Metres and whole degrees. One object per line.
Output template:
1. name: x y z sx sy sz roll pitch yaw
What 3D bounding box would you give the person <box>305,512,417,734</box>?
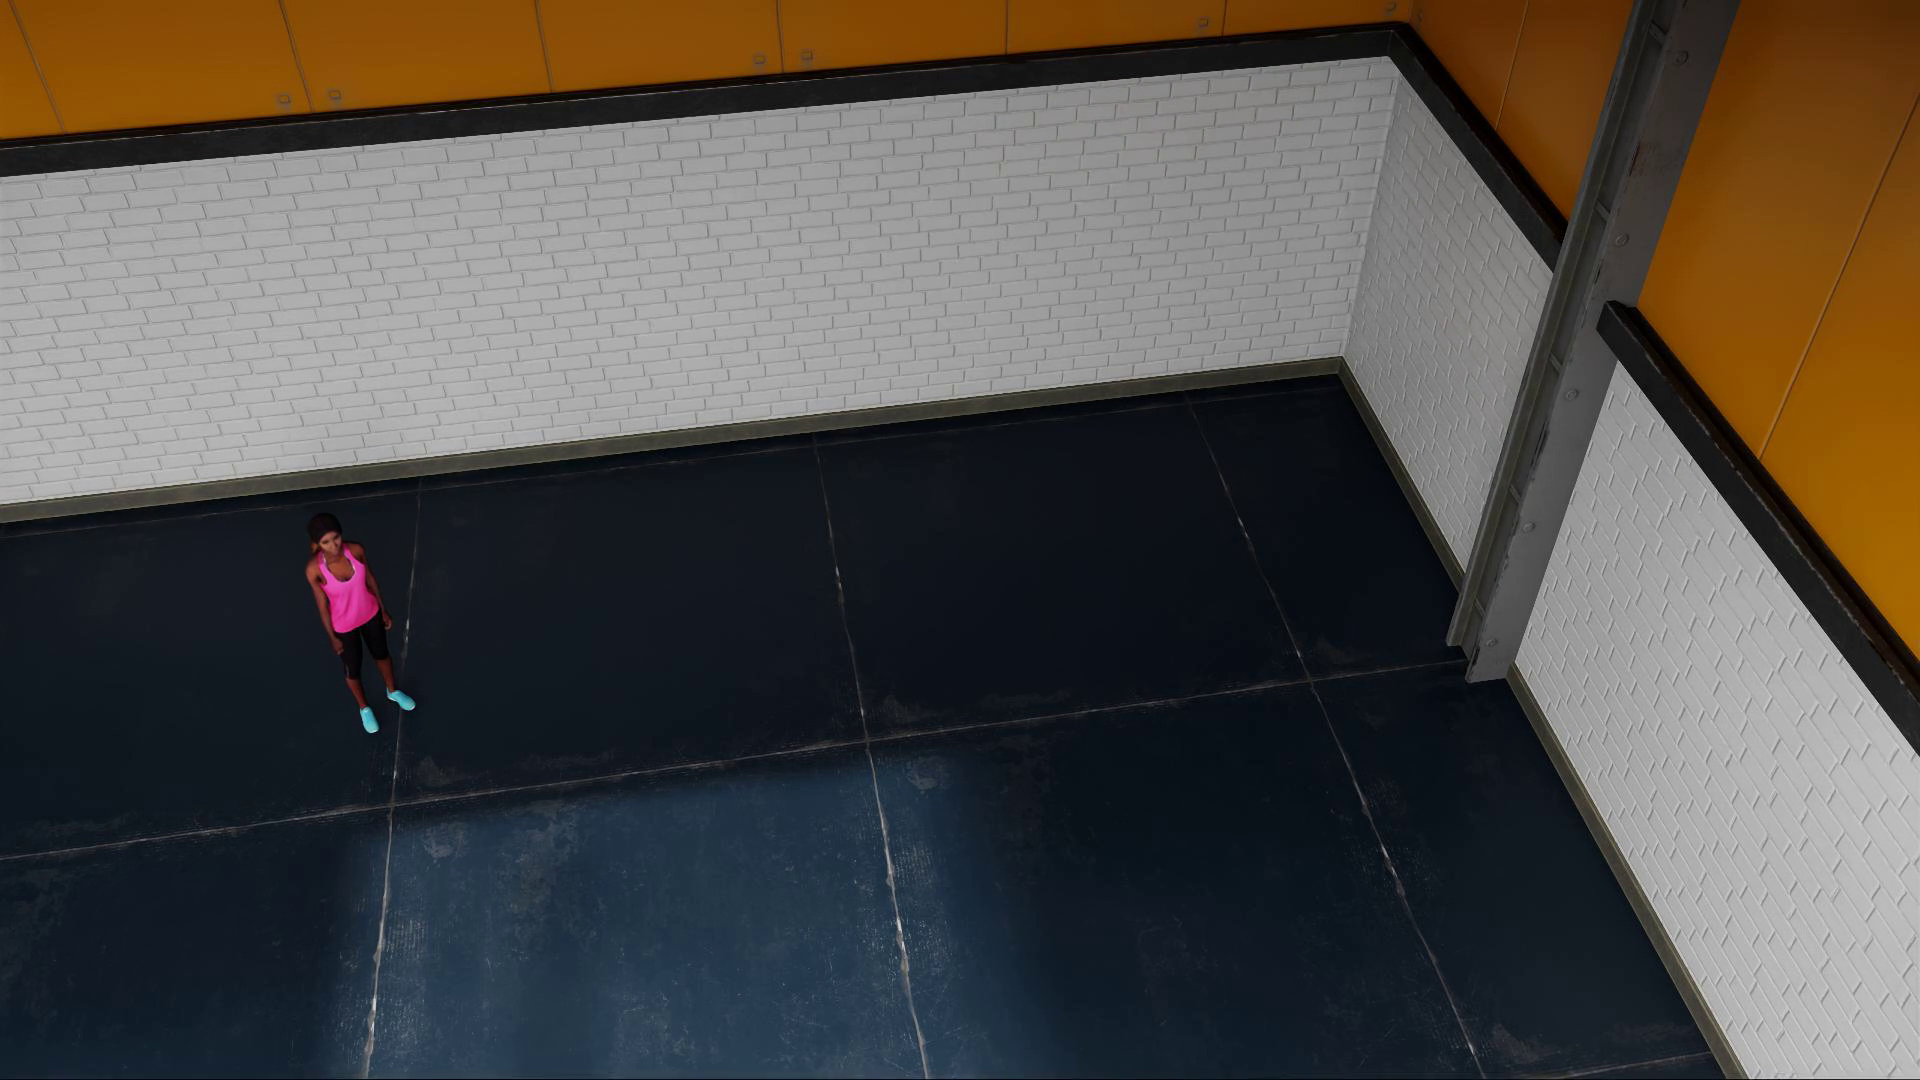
1. person: -3.785 0.485 10.392 0.656 1.722 0.694 -32 52 -29
